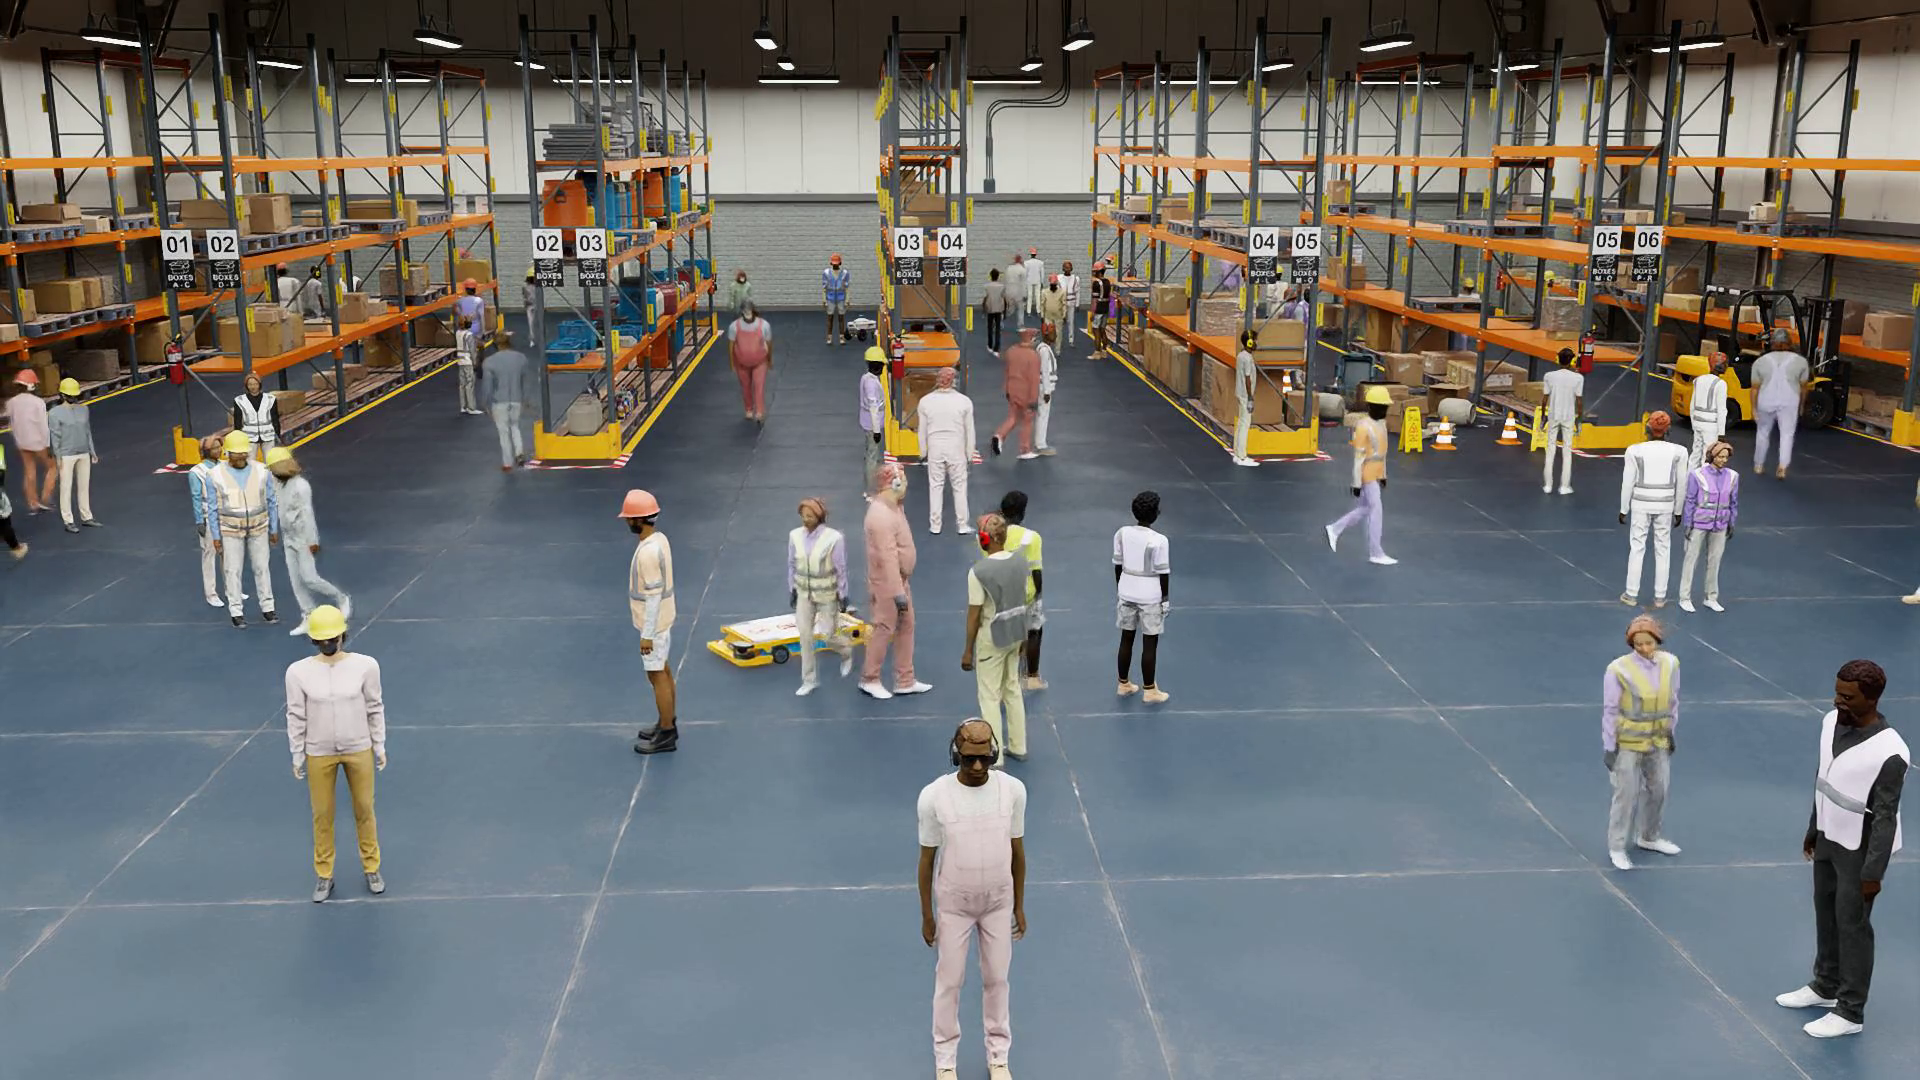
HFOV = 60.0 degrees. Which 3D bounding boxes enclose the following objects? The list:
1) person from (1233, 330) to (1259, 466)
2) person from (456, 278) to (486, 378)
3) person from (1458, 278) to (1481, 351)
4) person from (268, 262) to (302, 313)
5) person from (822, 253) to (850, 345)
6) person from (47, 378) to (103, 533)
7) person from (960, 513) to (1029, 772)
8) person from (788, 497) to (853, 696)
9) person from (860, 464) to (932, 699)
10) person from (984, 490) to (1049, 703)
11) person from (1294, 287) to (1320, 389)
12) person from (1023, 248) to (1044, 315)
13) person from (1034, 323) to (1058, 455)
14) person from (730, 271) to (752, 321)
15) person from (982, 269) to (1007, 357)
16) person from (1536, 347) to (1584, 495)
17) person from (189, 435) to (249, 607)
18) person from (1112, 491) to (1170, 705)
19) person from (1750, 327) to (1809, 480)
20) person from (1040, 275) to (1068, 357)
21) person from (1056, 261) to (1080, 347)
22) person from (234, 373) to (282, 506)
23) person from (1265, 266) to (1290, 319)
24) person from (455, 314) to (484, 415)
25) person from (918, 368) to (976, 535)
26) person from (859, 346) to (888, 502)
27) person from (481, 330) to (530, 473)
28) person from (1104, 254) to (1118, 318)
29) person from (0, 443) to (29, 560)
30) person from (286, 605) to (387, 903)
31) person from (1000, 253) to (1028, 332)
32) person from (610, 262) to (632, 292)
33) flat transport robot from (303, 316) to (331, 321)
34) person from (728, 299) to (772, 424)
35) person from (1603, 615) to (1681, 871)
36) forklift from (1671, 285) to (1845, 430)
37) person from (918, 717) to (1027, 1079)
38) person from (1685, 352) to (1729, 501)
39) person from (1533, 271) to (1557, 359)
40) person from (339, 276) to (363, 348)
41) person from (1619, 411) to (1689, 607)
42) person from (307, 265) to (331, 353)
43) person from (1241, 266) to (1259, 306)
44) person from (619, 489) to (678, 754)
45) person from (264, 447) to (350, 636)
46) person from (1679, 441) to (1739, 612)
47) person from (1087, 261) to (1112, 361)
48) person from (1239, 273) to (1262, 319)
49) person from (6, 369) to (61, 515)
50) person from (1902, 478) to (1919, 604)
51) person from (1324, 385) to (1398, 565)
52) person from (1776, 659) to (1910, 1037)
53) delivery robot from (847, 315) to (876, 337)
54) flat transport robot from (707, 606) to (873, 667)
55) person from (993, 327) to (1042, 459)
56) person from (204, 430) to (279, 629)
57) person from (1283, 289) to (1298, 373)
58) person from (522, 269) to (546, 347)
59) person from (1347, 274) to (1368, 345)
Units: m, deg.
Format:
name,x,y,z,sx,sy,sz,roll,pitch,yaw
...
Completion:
name,x,y,z,sx,sy,sz,roll,pitch,yaw
person,3.965,-1.963,22.940,0.328,1.876,0.513,-1,13,-4
person,-9.160,-3.963,31.323,0.549,1.913,0.781,0,13,1
person,10.276,-4.460,33.780,0.523,1.747,0.693,-2,13,-7
person,-14.057,-4.785,34.599,0.627,2.002,0.978,-8,16,-31
person,-2.749,-5.343,36.916,0.605,2.036,0.383,-1,13,-4
person,-10.107,-0.974,18.999,0.327,1.761,0.522,6,14,23
person,0.274,0.724,11.674,0.401,1.828,0.566,11,17,39
person,-1.114,0.428,13.348,0.539,1.618,0.498,7,15,27
person,-0.545,0.344,13.161,0.579,1.883,0.757,1,13,6
person,0.456,0.429,13.216,0.557,1.669,0.631,7,15,29
person,6.331,-3.678,30.274,0.429,1.842,0.632,12,18,41
person,1.919,-6.745,43.455,0.559,1.752,0.326,-1,13,-3
person,1.220,-2.159,23.750,0.337,1.882,0.584,0,13,0
person,-4.918,-5.244,37.462,0.515,1.587,0.870,-4,14,-17
person,0.733,-4.797,35.073,0.545,1.812,0.973,0,13,-2
person,7.590,-1.503,21.034,0.566,1.870,0.359,7,15,27
person,-7.110,-0.190,15.931,0.309,1.640,0.522,6,14,22
person,1.440,0.449,13.102,0.316,1.695,0.541,-13,18,-43
person,10.823,-1.832,22.027,0.688,2.000,0.872,7,15,28
person,1.948,-4.645,34.649,0.588,1.720,0.731,2,13,10
person,2.336,-5.167,36.491,0.582,1.884,0.351,0,13,1
person,-8.548,-1.216,20.278,0.524,1.639,0.308,-7,15,-26
person,6.600,-4.750,34.670,0.590,1.916,0.417,-8,15,-30
person,-8.092,-2.879,27.323,0.306,1.640,0.522,-13,18,-43
person,-0.141,-0.993,18.799,0.689,1.896,0.403,3,14,12
person,-1.060,-1.432,20.574,0.360,1.929,0.587,-2,13,-9
person,-6.115,-1.852,22.356,0.662,1.926,0.445,-11,17,-40
person,3.700,-6.202,41.160,0.570,1.747,0.341,8,15,29
person,-10.072,-0.507,17.224,0.550,1.644,0.897,-1,13,-6
person,-3.604,1.228,9.655,0.533,1.768,0.311,-5,14,-20
person,1.274,-5.830,39.337,0.765,1.878,0.646,-10,16,-35
person,-8.752,-6.616,43.019,0.585,1.697,0.913,-1,13,-5
flat transport robot,-15.694,-5.326,40.621,0.652,0.197,1.431,-9,16,-35
person,-3.352,-2.896,26.534,0.686,2.000,1.039,0,13,-2
person,4.123,1.215,10.041,0.642,1.607,0.346,-5,14,-20
forklift,12.503,-2.886,26.166,2.313,2.155,1.214,-1,13,-3
person,0.059,1.676,7.619,0.501,1.838,0.341,-3,14,-13
person,9.178,-1.368,20.400,0.337,1.881,0.584,-3,14,-11
person,12.135,-4.679,34.570,0.406,1.824,0.586,3,14,12
person,-13.311,-5.124,36.389,0.574,1.843,0.375,6,14,23
person,6.592,-0.293,15.850,0.572,1.883,0.356,3,14,13
person,-13.731,-4.928,35.542,0.511,1.861,0.326,10,17,38
person,6.217,-5.021,35.835,0.396,1.909,0.585,-1,13,-3
person,-2.245,0.586,12.011,0.374,1.934,0.549,0,13,-2
person,-5.921,-0.008,15.024,0.528,1.699,0.494,10,16,36
person,7.056,-0.125,15.677,0.514,1.634,0.313,-1,13,-6
person,2.867,-4.719,34.299,0.408,2.029,0.614,9,16,33
person,6.916,-5.841,39.618,0.541,1.761,0.329,2,13,7
person,-11.029,-1.175,19.877,0.588,1.737,0.454,4,14,17
person,9.259,-0.237,15.721,0.429,1.838,0.623,0,13,-1
person,4.268,-0.704,17.544,0.767,1.908,0.594,7,15,29
person,4.385,1.502,8.190,0.397,1.911,0.588,0,13,-1
delivery robot,-2.241,-4.883,37.934,0.477,0.478,0.707,10,17,37
flat transport robot,-1.428,0.830,14.545,1.431,0.197,0.652,-9,16,-33
person,0.819,-2.025,23.205,0.660,1.872,0.698,-11,17,-40
person,-6.525,-0.103,15.171,0.594,1.824,0.403,-9,16,-33
person,6.423,-4.082,32.431,0.281,1.633,0.499,10,17,38
person,-9.417,-5.146,36.796,0.493,1.701,0.890,-3,14,-10
person,8.928,-5.126,36.938,0.844,1.581,0.517,-2,13,-7
